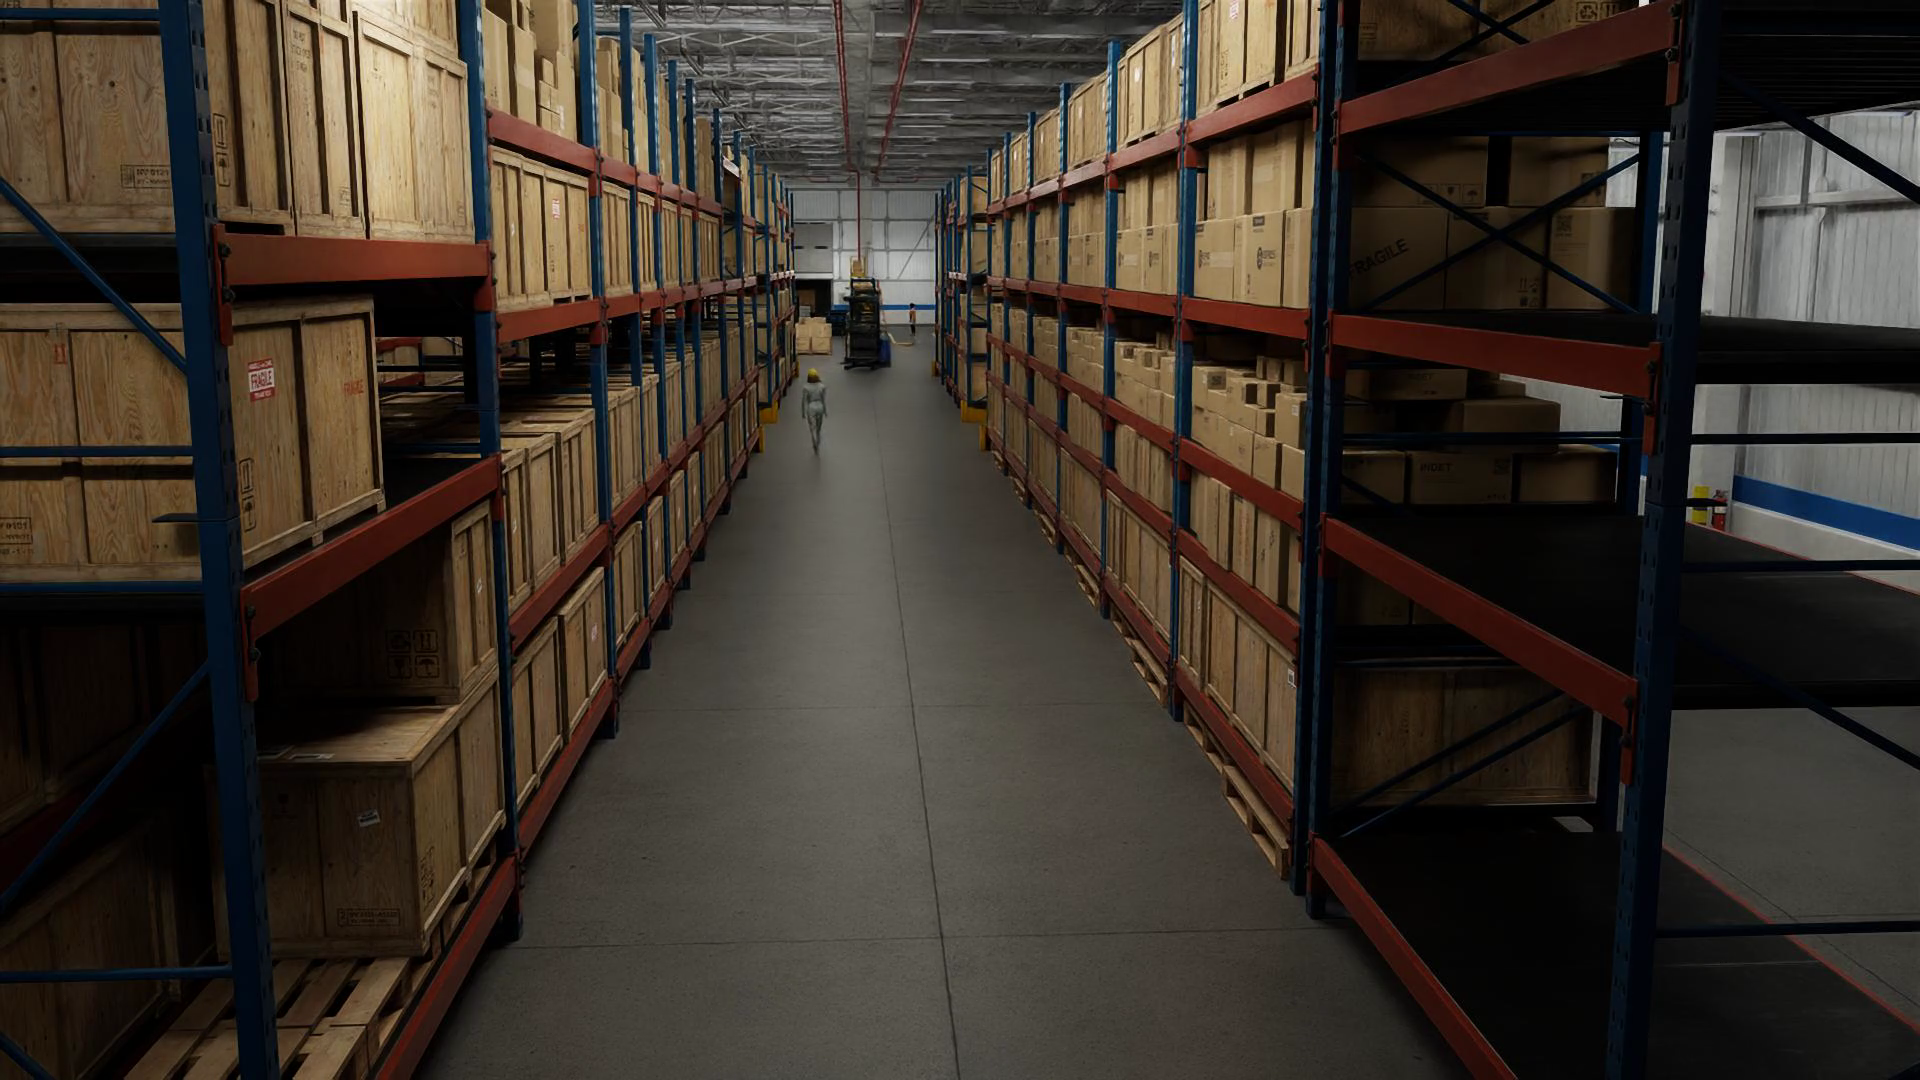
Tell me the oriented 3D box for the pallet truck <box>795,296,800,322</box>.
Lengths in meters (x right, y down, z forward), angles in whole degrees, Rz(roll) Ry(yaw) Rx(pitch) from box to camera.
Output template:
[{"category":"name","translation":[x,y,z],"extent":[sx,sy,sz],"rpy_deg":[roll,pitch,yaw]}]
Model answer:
[{"category":"pallet truck","translation":[-8.622,-12.439,91.403],"extent":[1.885,1.965,0.823],"rpy_deg":[2,10,13]}]

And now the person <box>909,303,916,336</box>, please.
[{"category":"person","translation":[-2.471,-11.503,86.747],"extent":[0.319,1.687,0.539],"rpy_deg":[4,10,21]}]

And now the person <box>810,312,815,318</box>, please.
[{"category":"person","translation":[-6.322,-8.942,71.495],"extent":[0.424,1.659,0.568],"rpy_deg":[8,12,39]}]

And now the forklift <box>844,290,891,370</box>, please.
[{"category":"forklift","translation":[-3.261,-7.498,59.255],"extent":[1.129,2.768,1.873],"rpy_deg":[3,10,20]}]

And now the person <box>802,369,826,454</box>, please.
[{"category":"person","translation":[-2.934,-2.586,33.470],"extent":[0.490,1.686,0.918],"rpy_deg":[-4,10,-20]}]
